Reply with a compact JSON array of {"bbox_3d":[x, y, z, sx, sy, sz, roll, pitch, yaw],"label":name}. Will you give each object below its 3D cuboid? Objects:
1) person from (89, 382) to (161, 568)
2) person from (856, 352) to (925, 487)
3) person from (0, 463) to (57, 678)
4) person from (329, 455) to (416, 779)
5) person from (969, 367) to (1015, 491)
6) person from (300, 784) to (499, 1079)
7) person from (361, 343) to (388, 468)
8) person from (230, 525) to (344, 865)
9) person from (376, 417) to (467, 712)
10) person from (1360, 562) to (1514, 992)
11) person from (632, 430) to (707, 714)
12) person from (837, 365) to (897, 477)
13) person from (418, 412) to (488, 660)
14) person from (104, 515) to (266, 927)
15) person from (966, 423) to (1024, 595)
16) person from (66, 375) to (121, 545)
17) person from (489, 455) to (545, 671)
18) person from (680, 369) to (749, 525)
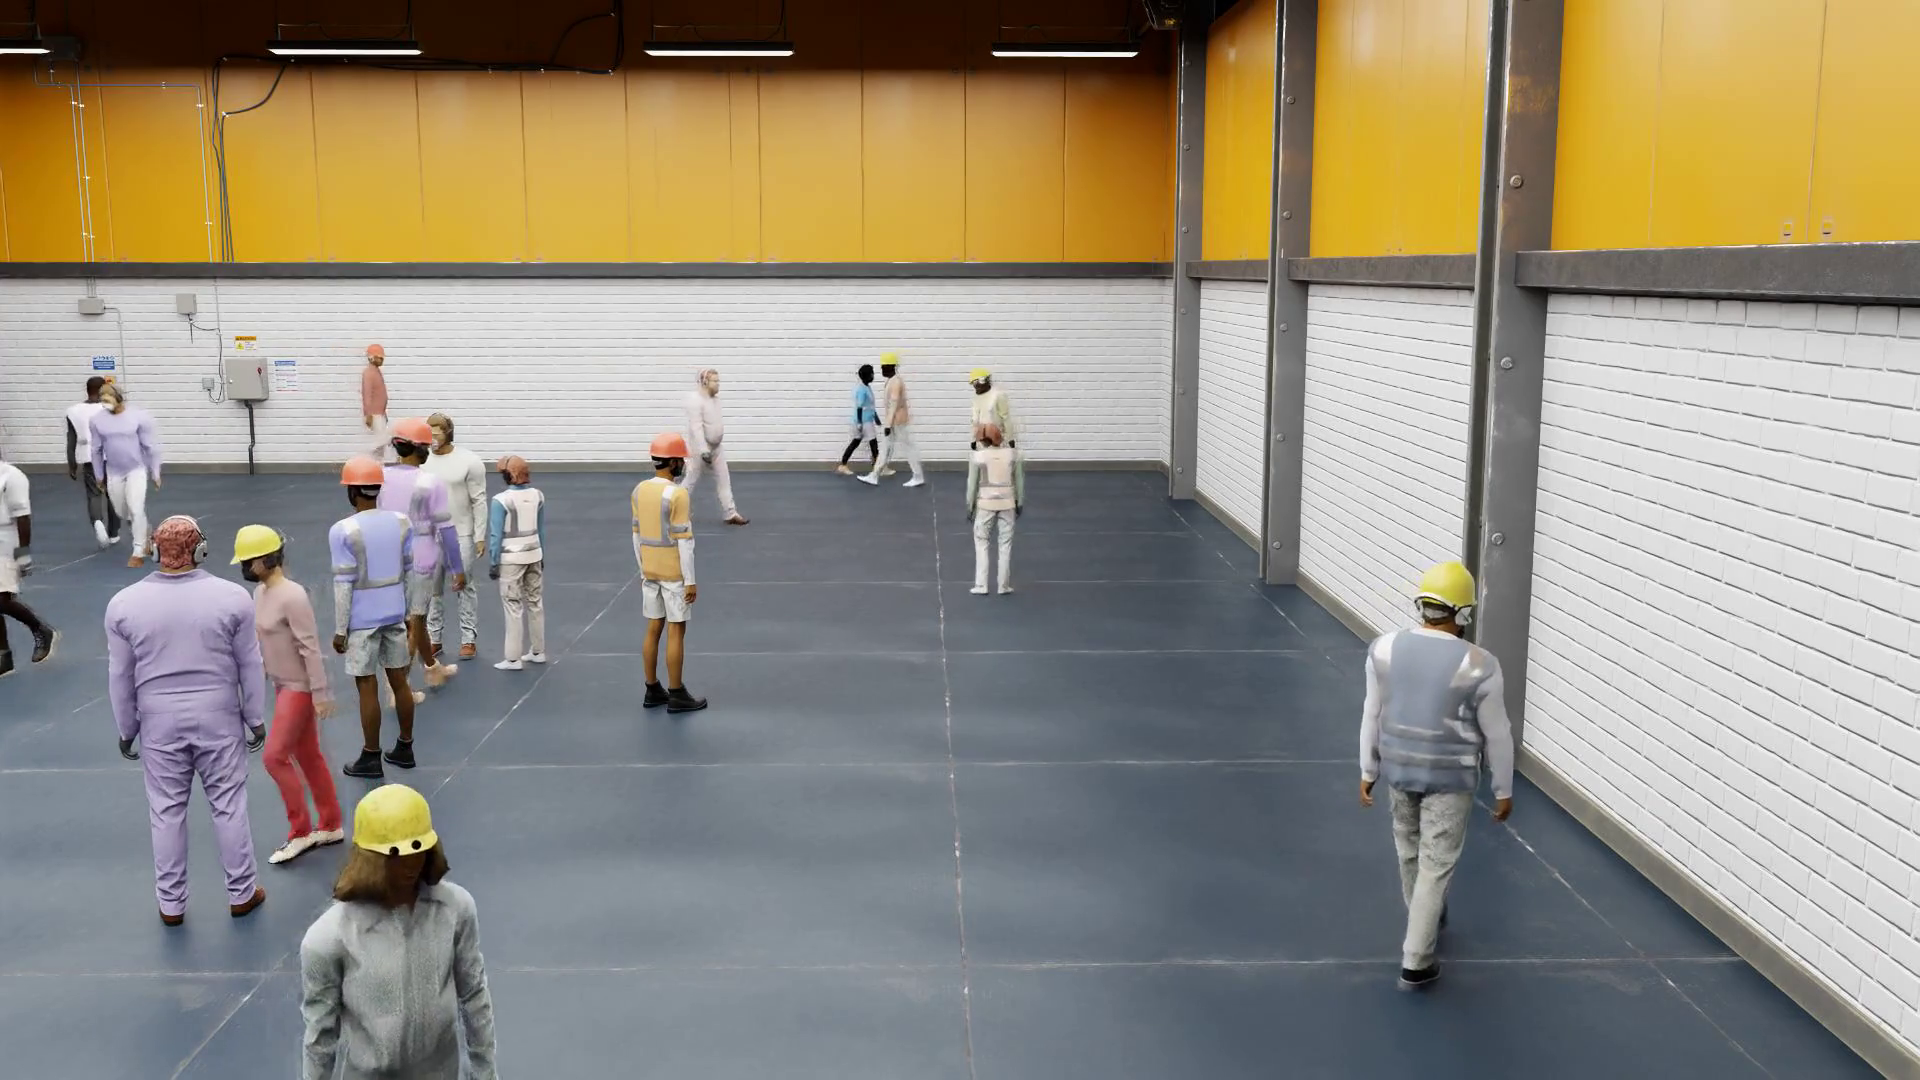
[{"bbox_3d":[-8.567,-0.696,17.145,0.673,1.899,0.792,-1,9,-6],"label":"person"},{"bbox_3d":[-0.936,-1.657,23.065,0.970,1.882,0.609,-2,9,-12],"label":"person"},{"bbox_3d":[-7.149,0.063,12.355,0.609,1.936,0.486,2,10,15],"label":"person"},{"bbox_3d":[-3.517,0.456,9.942,0.356,1.938,0.543,6,11,34],"label":"person"},{"bbox_3d":[0.423,-1.310,21.254,0.450,1.785,0.717,-9,13,-44],"label":"person"},{"bbox_3d":[-1.503,1.466,4.485,0.918,1.699,0.497,8,12,39],"label":"person"},{"bbox_3d":[-8.391,-1.826,23.825,0.482,1.979,0.616,-1,9,-5],"label":"person"},{"bbox_3d":[-3.489,0.779,8.558,0.569,1.736,0.542,-7,12,-38],"label":"person"},{"bbox_3d":[-3.733,0.140,11.651,0.647,2.002,0.950,4,10,23],"label":"person"},{"bbox_3d":[2.070,0.982,7.124,0.619,1.811,0.673,8,12,40],"label":"person"},{"bbox_3d":[-1.991,0.215,11.423,0.552,1.935,0.369,8,12,40],"label":"person"},{"bbox_3d":[-1.400,-1.735,24.266,0.894,1.651,0.546,0,9,0],"label":"person"},{"bbox_3d":[-3.979,-0.026,12.899,0.631,1.936,0.362,0,9,2],"label":"person"},{"bbox_3d":[-3.571,0.832,7.735,0.651,1.906,0.403,-3,10,-20],"label":"person"},{"bbox_3d":[0.329,-0.274,15.417,0.557,1.619,0.347,-2,9,-12],"label":"person"},{"bbox_3d":[-9.397,-0.854,18.189,0.657,1.871,0.800,-5,10,-26],"label":"person"},{"bbox_3d":[-3.354,0.171,12.622,0.324,1.631,0.515,5,11,30],"label":"person"},{"bbox_3d":[-3.039,-1.099,19.739,0.978,1.865,0.645,5,10,26],"label":"person"}]
